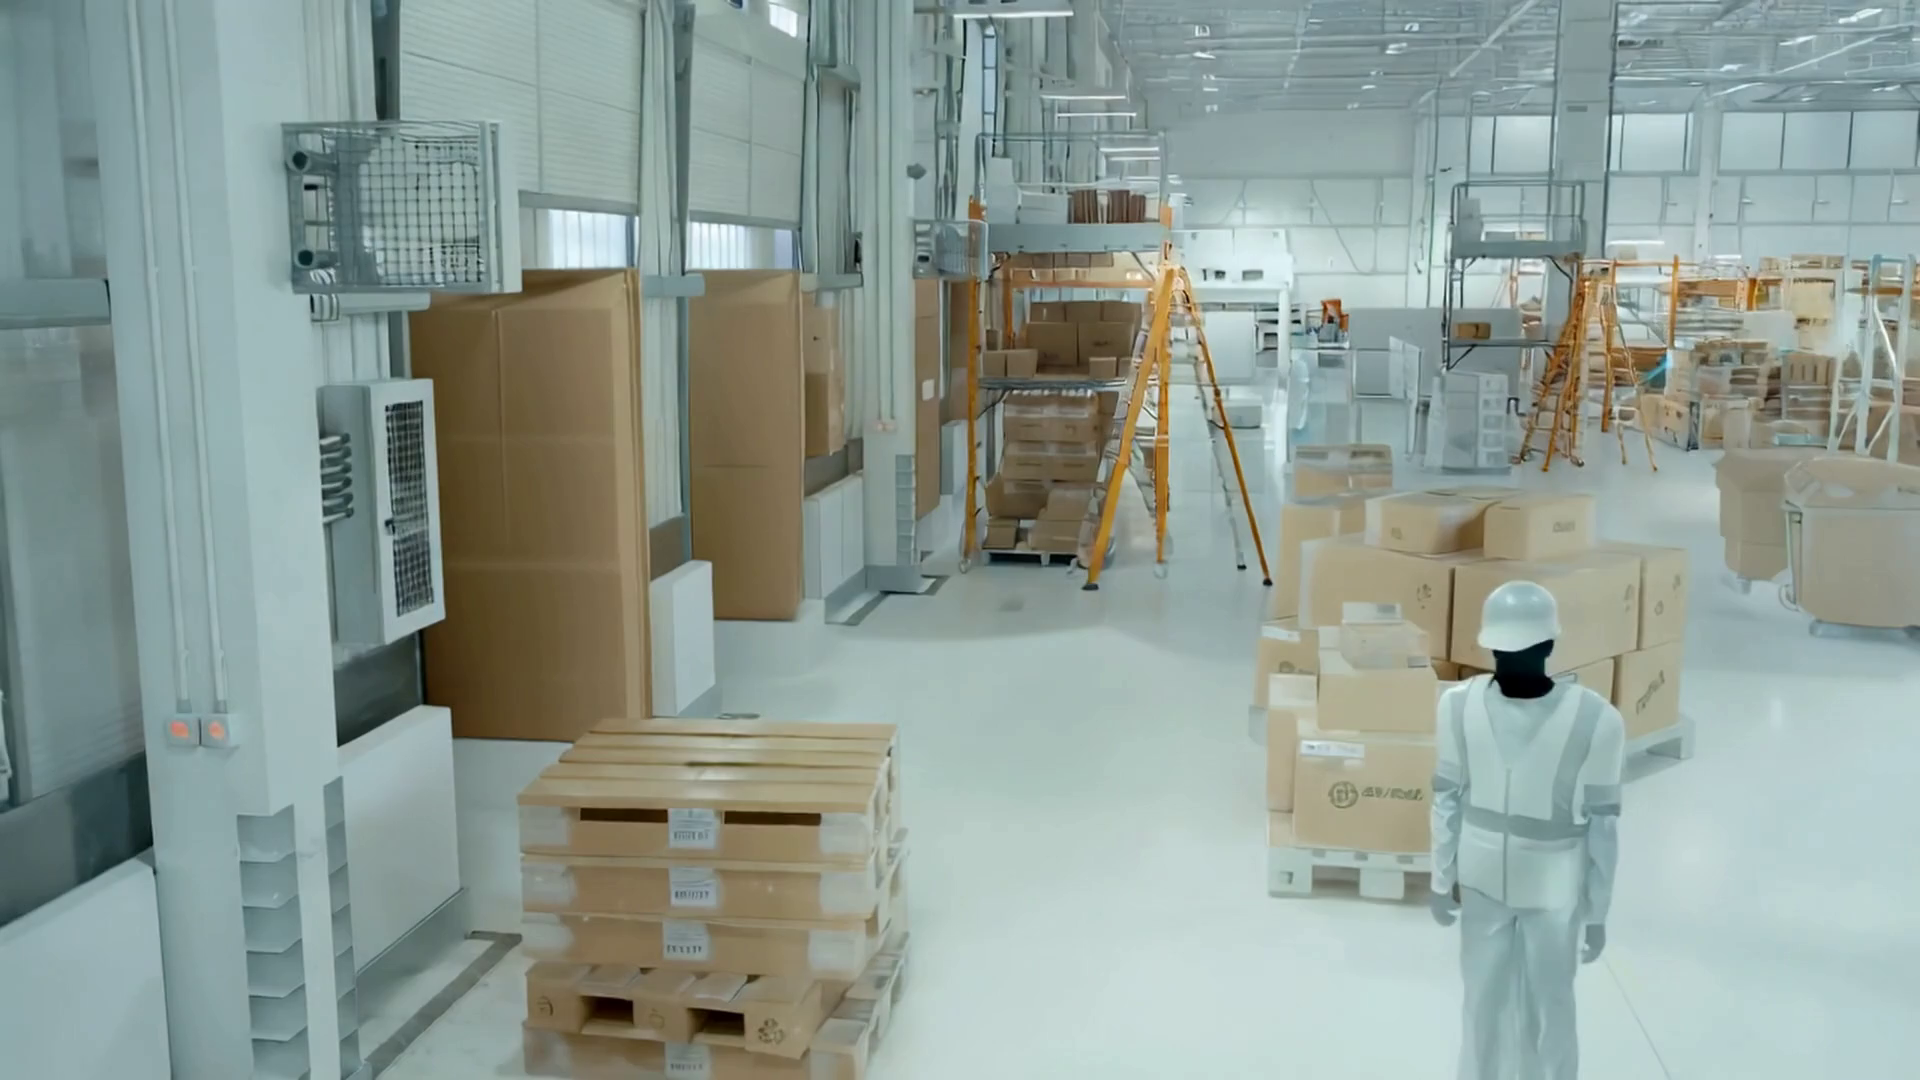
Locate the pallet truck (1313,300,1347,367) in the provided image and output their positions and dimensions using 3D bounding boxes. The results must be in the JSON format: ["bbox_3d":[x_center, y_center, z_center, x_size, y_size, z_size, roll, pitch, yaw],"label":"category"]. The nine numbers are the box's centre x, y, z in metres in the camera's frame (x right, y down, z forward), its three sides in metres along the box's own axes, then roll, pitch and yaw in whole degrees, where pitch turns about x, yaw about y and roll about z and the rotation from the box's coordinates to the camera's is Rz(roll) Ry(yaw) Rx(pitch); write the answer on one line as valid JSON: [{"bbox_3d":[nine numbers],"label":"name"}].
[{"bbox_3d":[11.159,-6.200,49.718,0.823,1.965,1.885,4,10,26],"label":"pallet truck"}]

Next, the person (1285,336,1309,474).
[{"bbox_3d":[4.698,-1.897,23.367,0.358,1.938,0.542,-1,9,-6],"label":"person"}]

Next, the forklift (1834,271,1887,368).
[{"bbox_3d":[25.532,-6.327,47.788,1.873,2.768,1.129,1,9,9],"label":"forklift"}]

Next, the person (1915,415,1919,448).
[{"bbox_3d":[15.601,-2.336,26.685,0.319,1.739,0.484,9,13,44],"label":"person"}]

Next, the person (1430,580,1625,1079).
[{"bbox_3d":[1.726,1.064,5.171,0.587,1.918,0.399,7,12,37],"label":"person"}]

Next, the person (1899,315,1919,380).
[{"bbox_3d":[20.537,-3.921,35.995,0.640,1.906,0.969,-1,9,-3],"label":"person"}]

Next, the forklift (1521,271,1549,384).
[{"bbox_3d":[14.631,-5.146,40.504,1.129,2.768,1.873,-1,9,-8],"label":"forklift"}]
